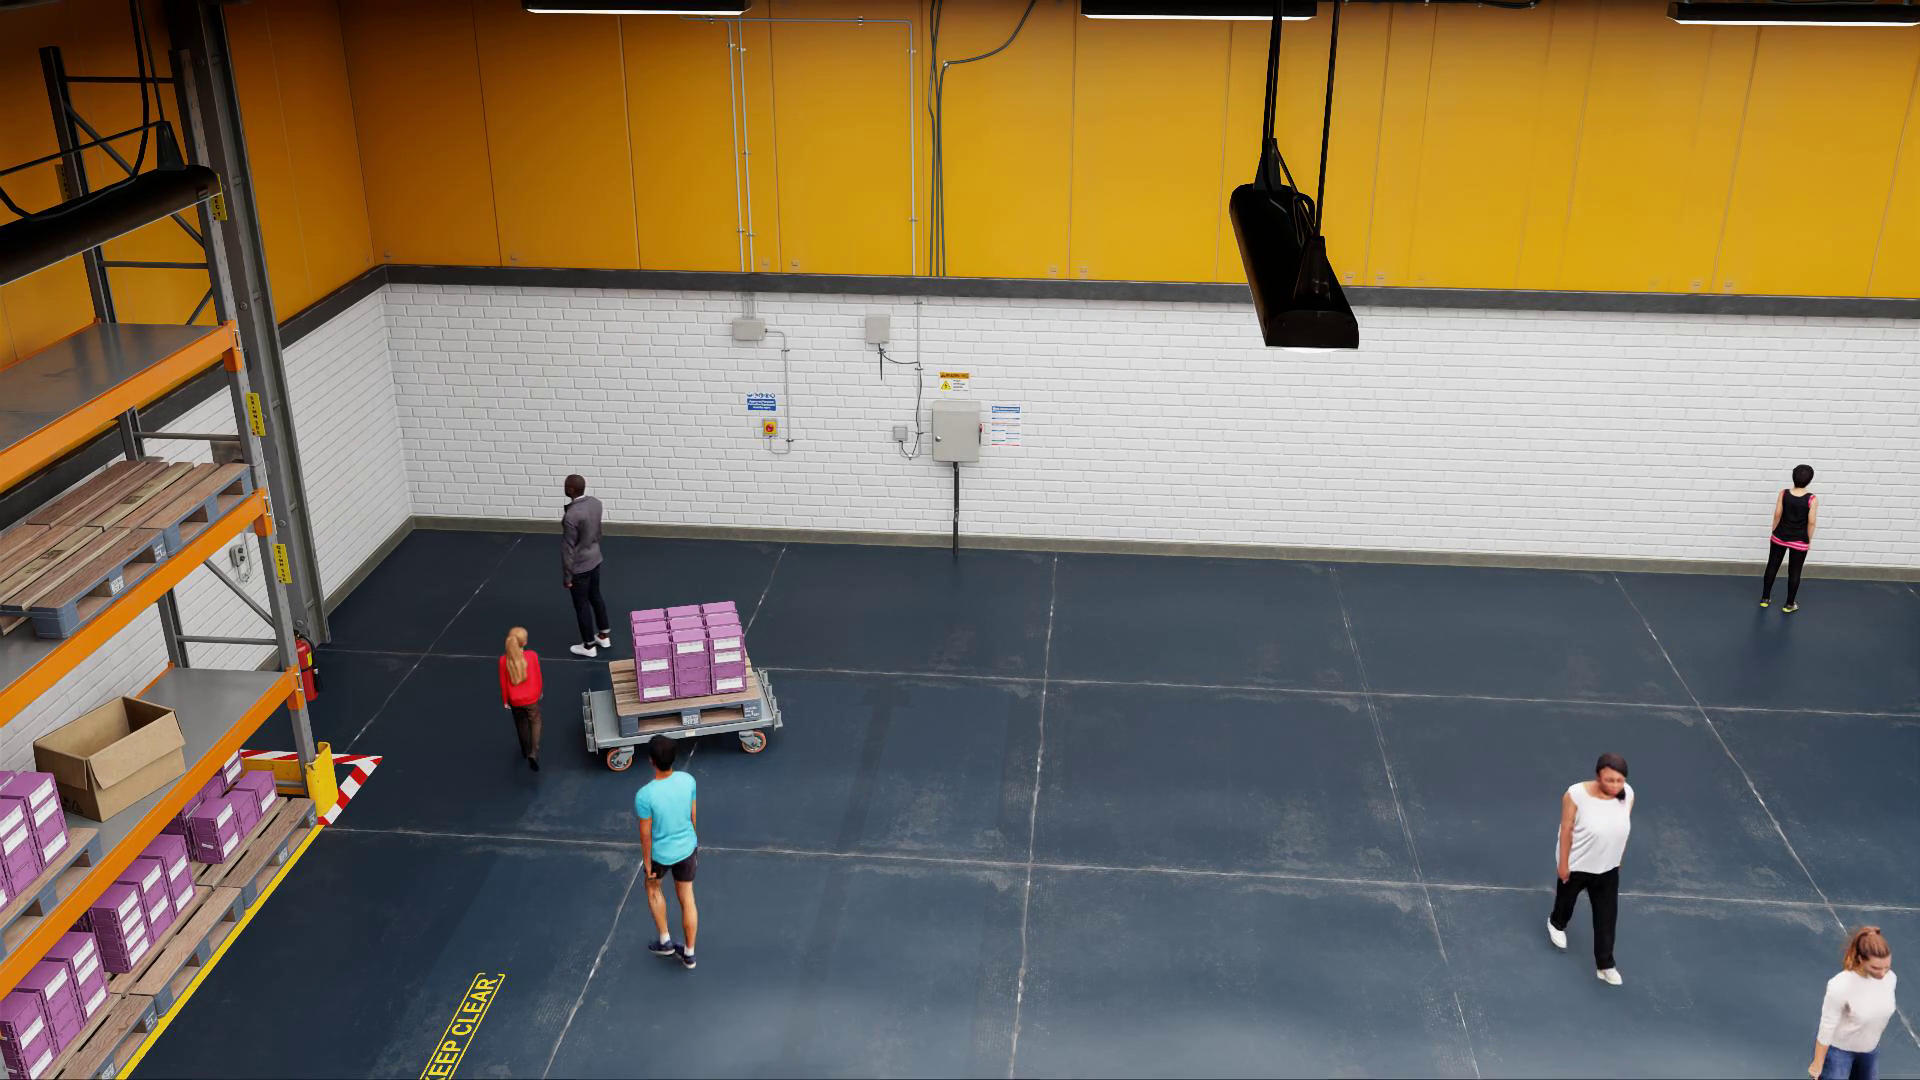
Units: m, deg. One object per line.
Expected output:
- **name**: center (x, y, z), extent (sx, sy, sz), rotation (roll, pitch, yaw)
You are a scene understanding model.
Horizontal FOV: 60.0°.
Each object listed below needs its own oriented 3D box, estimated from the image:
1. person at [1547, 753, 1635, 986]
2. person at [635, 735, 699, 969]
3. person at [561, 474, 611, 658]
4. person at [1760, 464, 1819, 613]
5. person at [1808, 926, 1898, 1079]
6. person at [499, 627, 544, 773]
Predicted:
- **person**: center (4.360, 2.179, 11.559), extent (0.743, 1.649, 1.087), rotation (-1, 24, -2)
- **person**: center (-1.935, 2.184, 11.408), extent (0.754, 1.760, 0.803), rotation (-14, 27, -28)
- **person**: center (-3.560, 0.236, 15.796), extent (0.824, 1.815, 0.630), rotation (9, 25, 20)
- **person**: center (8.364, -0.034, 16.743), extent (0.623, 1.552, 0.663), rotation (20, 31, 38)
- **person**: center (5.128, 2.966, 9.685), extent (0.764, 1.707, 0.811), rotation (-10, 26, -22)
- **person**: center (-3.652, 1.349, 13.936), extent (0.630, 1.265, 0.871), rotation (-5, 24, -12)
